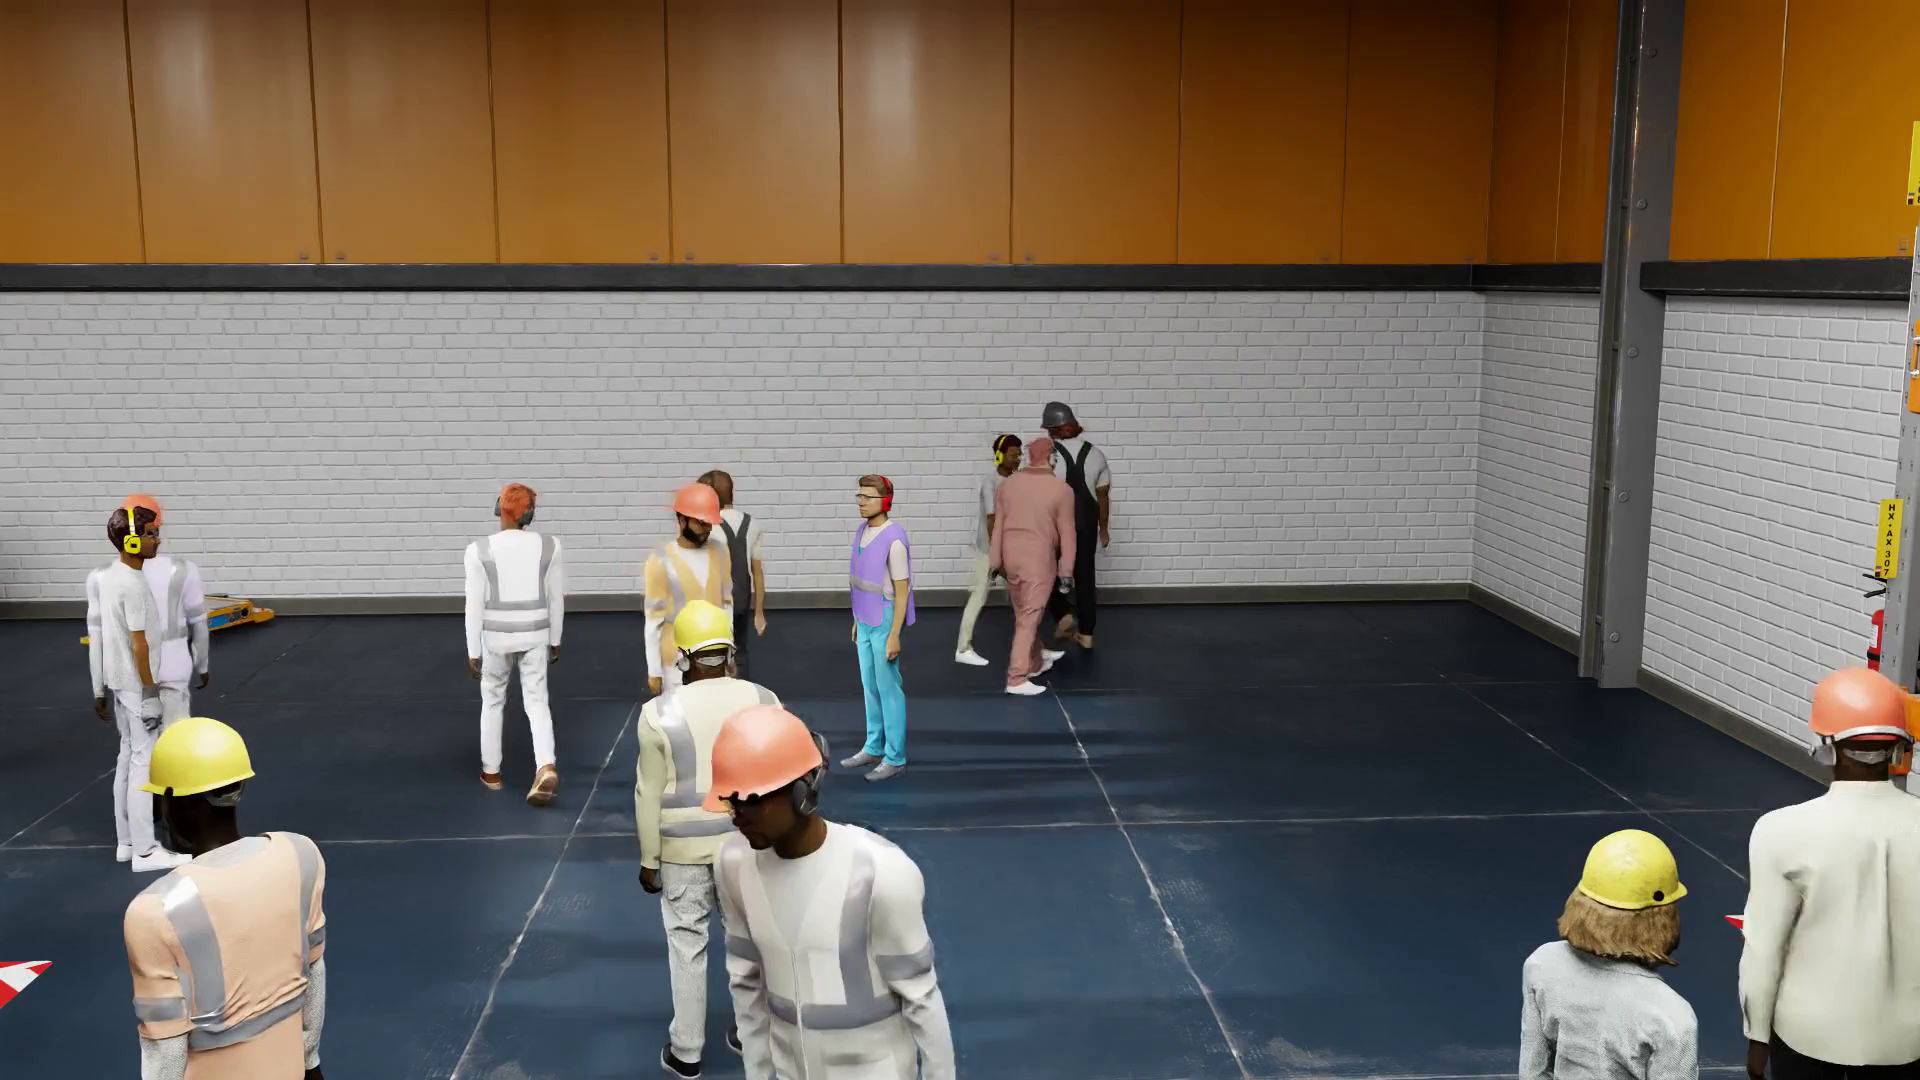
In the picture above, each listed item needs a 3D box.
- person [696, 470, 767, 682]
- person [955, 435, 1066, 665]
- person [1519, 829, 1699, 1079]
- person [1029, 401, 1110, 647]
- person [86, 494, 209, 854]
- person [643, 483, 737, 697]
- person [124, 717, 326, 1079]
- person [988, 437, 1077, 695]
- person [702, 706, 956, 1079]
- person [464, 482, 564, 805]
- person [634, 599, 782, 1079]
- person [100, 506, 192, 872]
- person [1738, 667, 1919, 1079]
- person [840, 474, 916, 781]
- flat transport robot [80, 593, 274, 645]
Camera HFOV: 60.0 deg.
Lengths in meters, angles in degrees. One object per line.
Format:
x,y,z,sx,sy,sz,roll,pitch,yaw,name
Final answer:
-1.491,0.441,10.679,0.515,1.807,0.634,-7,12,-39,person
0.364,0.099,12.792,0.954,1.815,0.581,6,11,31,person
1.560,1.537,3.996,0.294,1.744,0.487,-5,11,-31,person
0.862,-0.134,13.559,0.772,2.000,0.536,-3,10,-20,person
-4.303,0.696,8.854,0.558,1.877,1.041,-4,10,-21,person
-1.508,0.623,9.202,0.560,1.916,0.548,-9,12,-43,person
-1.886,1.398,4.294,0.373,1.924,0.594,4,10,22,person
0.550,0.178,12.217,0.663,1.855,0.864,7,11,37,person
-0.282,1.359,4.311,0.660,2.000,0.814,5,10,30,person
-2.549,0.592,9.625,0.583,1.854,0.881,-4,10,-25,person
-0.948,1.132,6.307,0.585,1.824,0.405,-6,11,-34,person
-4.200,0.756,8.522,0.325,1.866,0.516,-7,12,-39,person
2.453,1.335,4.536,0.628,1.974,0.650,1,9,9,person
-0.483,0.517,10.065,0.382,1.849,0.571,-5,10,-28,person
-6.574,0.676,14.013,0.652,0.197,1.431,4,10,21,flat transport robot
